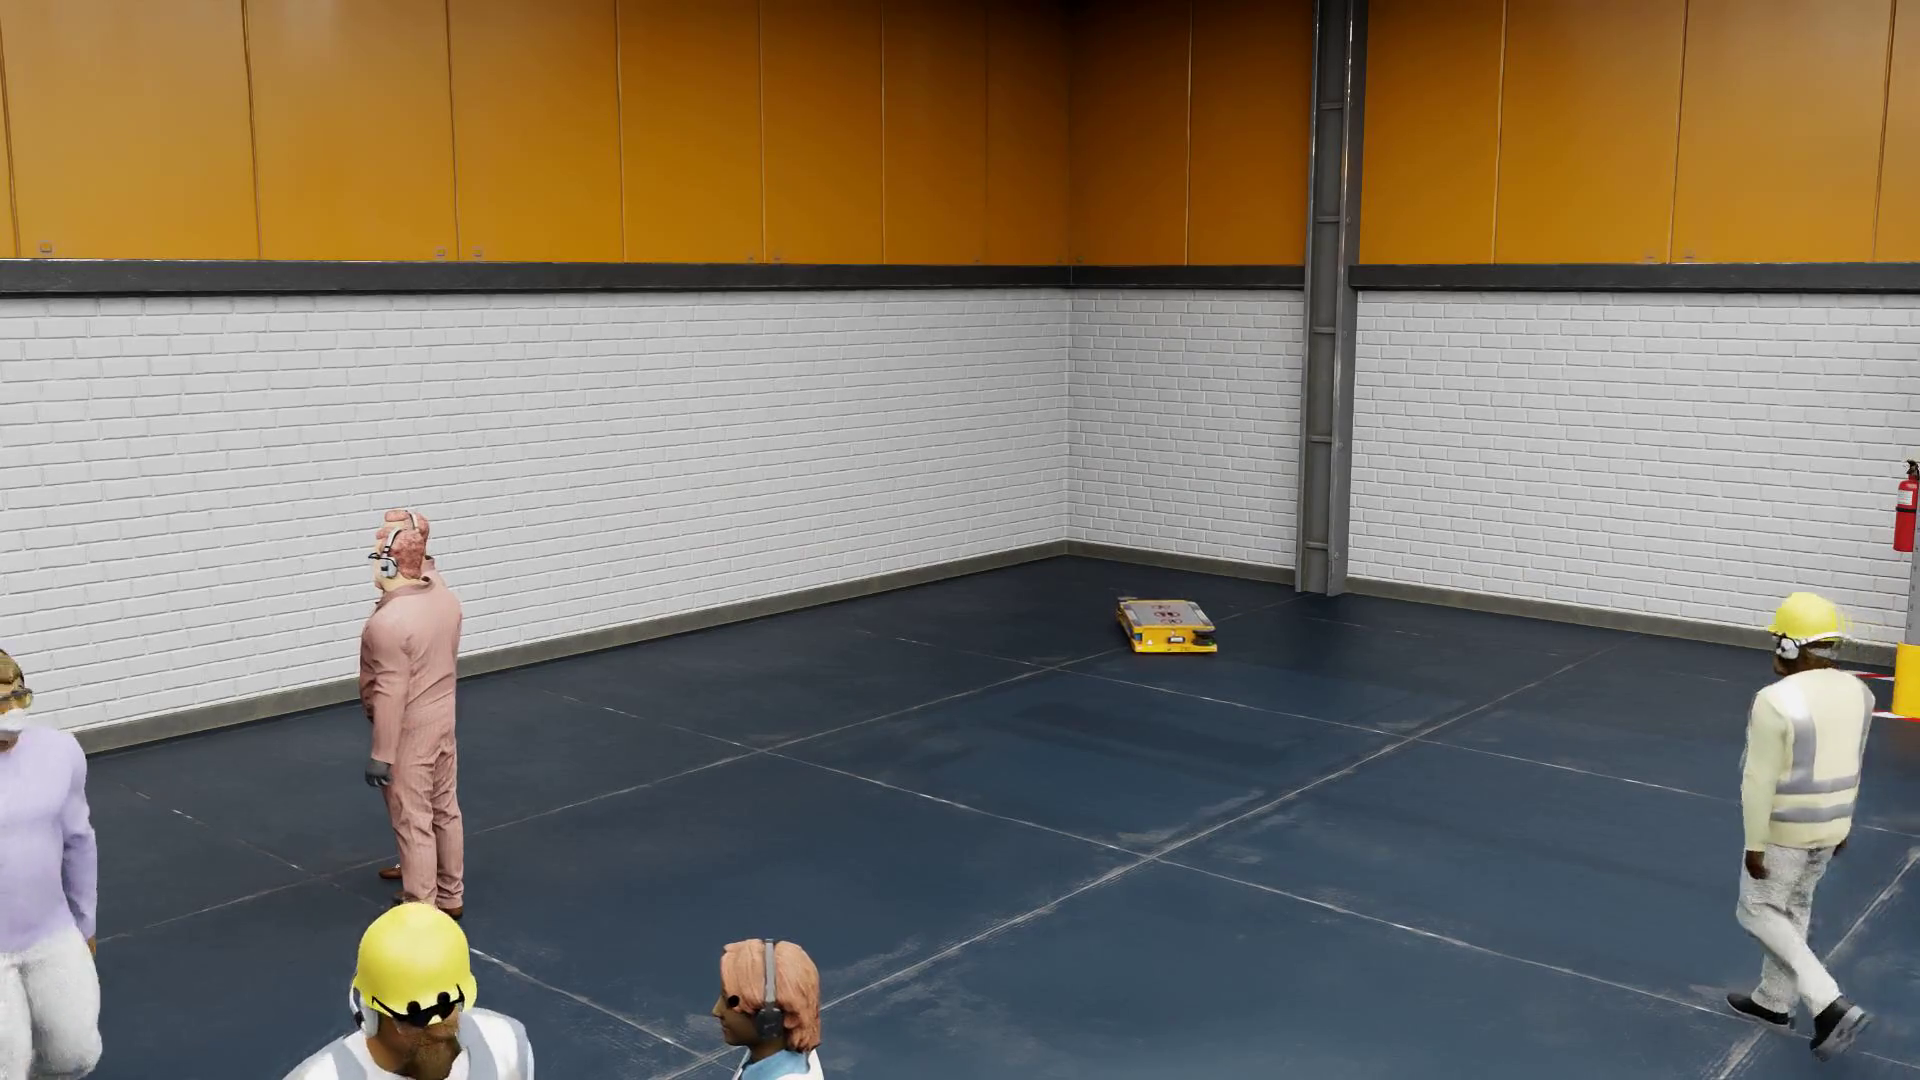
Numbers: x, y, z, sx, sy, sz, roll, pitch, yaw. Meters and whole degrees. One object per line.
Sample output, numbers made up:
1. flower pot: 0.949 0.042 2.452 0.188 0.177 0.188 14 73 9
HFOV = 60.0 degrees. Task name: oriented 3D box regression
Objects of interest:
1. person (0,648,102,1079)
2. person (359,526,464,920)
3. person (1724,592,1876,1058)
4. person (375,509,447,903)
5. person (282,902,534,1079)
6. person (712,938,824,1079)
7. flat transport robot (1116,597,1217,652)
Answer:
1. person: -2.992 1.259 5.177 0.573 1.923 0.634 5 10 30
2. person: -2.518 0.883 7.587 0.405 1.911 0.636 2 9 10
3. person: 3.302 1.110 6.468 0.600 1.812 0.630 -4 10 -23
4. person: -2.688 0.794 8.133 0.409 1.913 0.651 -5 10 -26
5. person: -1.189 1.582 3.521 0.634 1.804 0.643 -9 12 -43
6. person: -0.392 1.649 3.622 0.312 1.639 0.512 -2 9 -11
7. flat transport robot: 1.706 0.696 13.883 0.652 0.197 1.431 0 9 -1
